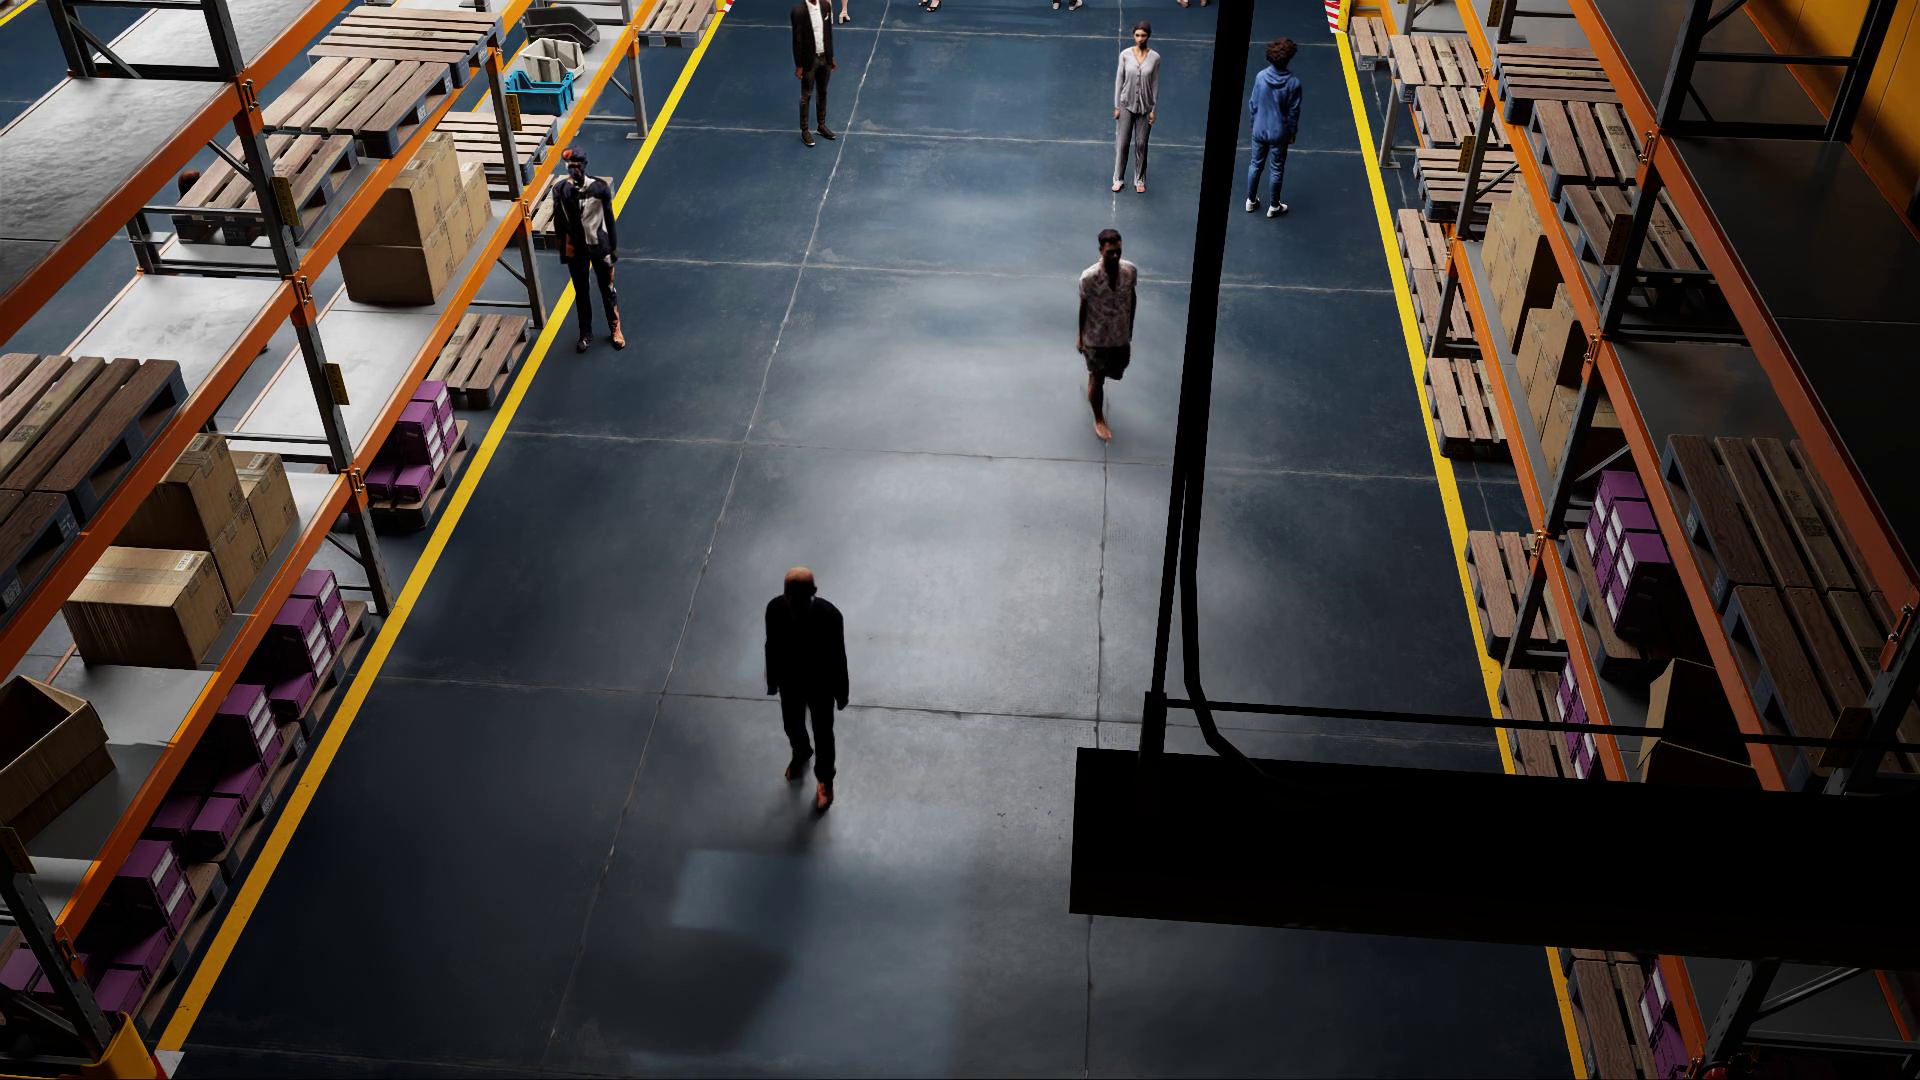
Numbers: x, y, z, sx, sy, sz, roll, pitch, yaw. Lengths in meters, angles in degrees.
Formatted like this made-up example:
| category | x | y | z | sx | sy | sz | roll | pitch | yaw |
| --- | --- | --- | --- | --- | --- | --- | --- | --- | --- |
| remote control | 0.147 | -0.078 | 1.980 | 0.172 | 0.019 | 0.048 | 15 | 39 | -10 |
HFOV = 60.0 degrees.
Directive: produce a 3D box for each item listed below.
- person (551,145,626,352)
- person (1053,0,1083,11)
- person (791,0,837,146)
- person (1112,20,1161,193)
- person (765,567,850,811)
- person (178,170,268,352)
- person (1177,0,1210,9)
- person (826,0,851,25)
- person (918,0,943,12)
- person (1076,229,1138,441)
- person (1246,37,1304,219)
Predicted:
| category | x | y | z | sx | sy | sz | roll | pitch | yaw |
| --- | --- | --- | --- | --- | --- | --- | --- | --- | --- |
| person | -3.241 | -2.551 | 14.502 | 0.729 | 1.893 | 0.667 | -5 | 39 | -7 |
| person | 1.344 | -7.560 | 20.881 | 0.660 | 1.761 | 0.606 | 11 | 40 | 13 |
| person | -1.566 | -5.149 | 17.831 | 0.731 | 1.800 | 0.778 | -26 | 45 | -29 |
| person | 1.788 | -4.414 | 16.930 | 0.573 | 1.774 | 0.521 | 3 | 39 | 4 |
| person | -0.939 | 0.837 | 10.305 | 0.742 | 1.837 | 0.766 | 9 | 39 | 11 |
| person | -6.461 | -2.399 | 14.432 | 0.674 | 1.743 | 0.698 | 25 | 45 | 28 |
| person | 3.011 | -7.678 | 20.923 | 0.709 | 1.893 | 0.639 | -4 | 39 | -5 |
| person | -1.568 | -7.277 | 20.516 | 0.630 | 1.773 | 0.610 | 3 | 39 | 4 |
| person | -0.384 | -7.543 | 20.849 | 0.856 | 1.774 | 0.776 | -18 | 42 | -21 |
| person | 1.157 | -1.739 | 13.562 | 0.899 | 1.797 | 1.055 | -12 | 40 | -15 |
| person | 3.101 | -4.096 | 16.504 | 0.759 | 1.810 | 0.740 | 22 | 44 | 26 |
